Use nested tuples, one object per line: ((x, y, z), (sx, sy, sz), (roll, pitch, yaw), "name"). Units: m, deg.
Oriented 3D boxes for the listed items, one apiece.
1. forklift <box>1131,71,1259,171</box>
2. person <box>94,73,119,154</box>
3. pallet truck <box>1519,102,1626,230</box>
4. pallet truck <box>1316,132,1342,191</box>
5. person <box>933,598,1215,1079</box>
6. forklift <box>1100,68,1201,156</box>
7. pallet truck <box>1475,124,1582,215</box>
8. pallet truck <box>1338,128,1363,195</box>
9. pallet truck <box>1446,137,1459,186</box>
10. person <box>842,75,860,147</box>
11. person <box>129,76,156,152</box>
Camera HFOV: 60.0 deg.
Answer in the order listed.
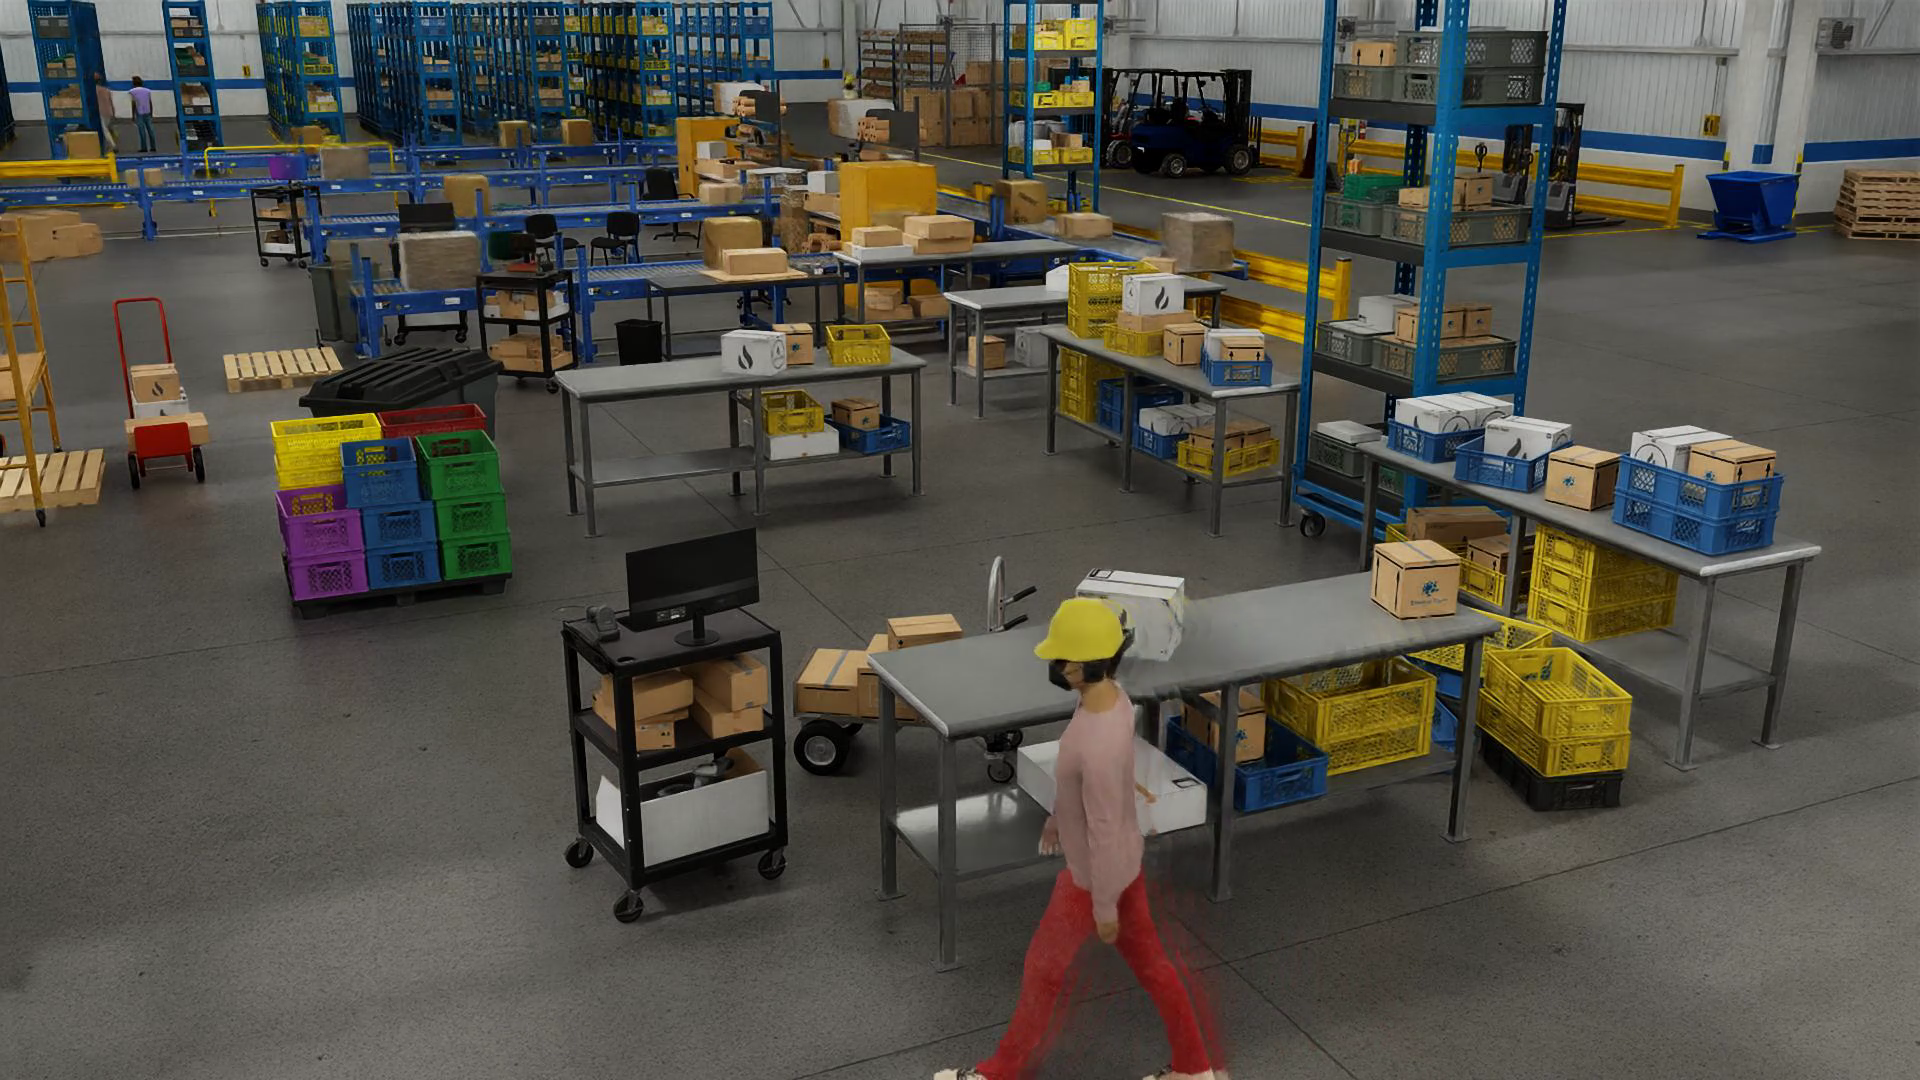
((4.998, -8.936, 35.413), (2.680, 1.987, 1.157), (-9, 20, -25), "forklift")
((-21.072, -10.493, 40.927), (0.927, 1.957, 0.636), (11, 21, 31), "person")
((9.972, -6.037, 26.785), (1.885, 1.965, 0.823), (-9, 20, -25), "pallet truck")
((7.723, -7.504, 32.656), (1.601, 1.201, 0.680), (-8, 19, -23), "pallet truck")
((0.406, 0.983, 5.123), (0.905, 1.718, 0.533), (3, 18, 10), "person")
((4.082, -9.564, 37.410), (2.680, 1.987, 1.157), (-8, 19, -23), "forklift")
((9.707, -6.455, 28.103), (1.885, 1.965, 0.823), (-7, 19, -20), "pallet truck")
((7.845, -7.140, 31.411), (1.522, 1.261, 0.704), (-9, 20, -25), "pallet truck")
((9.184, -6.485, 29.328), (1.630, 1.274, 0.653), (-8, 19, -23), "pallet truck")
((-2.772, -11.076, 42.952), (0.598, 1.816, 0.566), (10, 20, 28), "person")
((-20.323, -10.586, 41.356), (0.390, 1.850, 0.565), (10, 20, 29), "person")
